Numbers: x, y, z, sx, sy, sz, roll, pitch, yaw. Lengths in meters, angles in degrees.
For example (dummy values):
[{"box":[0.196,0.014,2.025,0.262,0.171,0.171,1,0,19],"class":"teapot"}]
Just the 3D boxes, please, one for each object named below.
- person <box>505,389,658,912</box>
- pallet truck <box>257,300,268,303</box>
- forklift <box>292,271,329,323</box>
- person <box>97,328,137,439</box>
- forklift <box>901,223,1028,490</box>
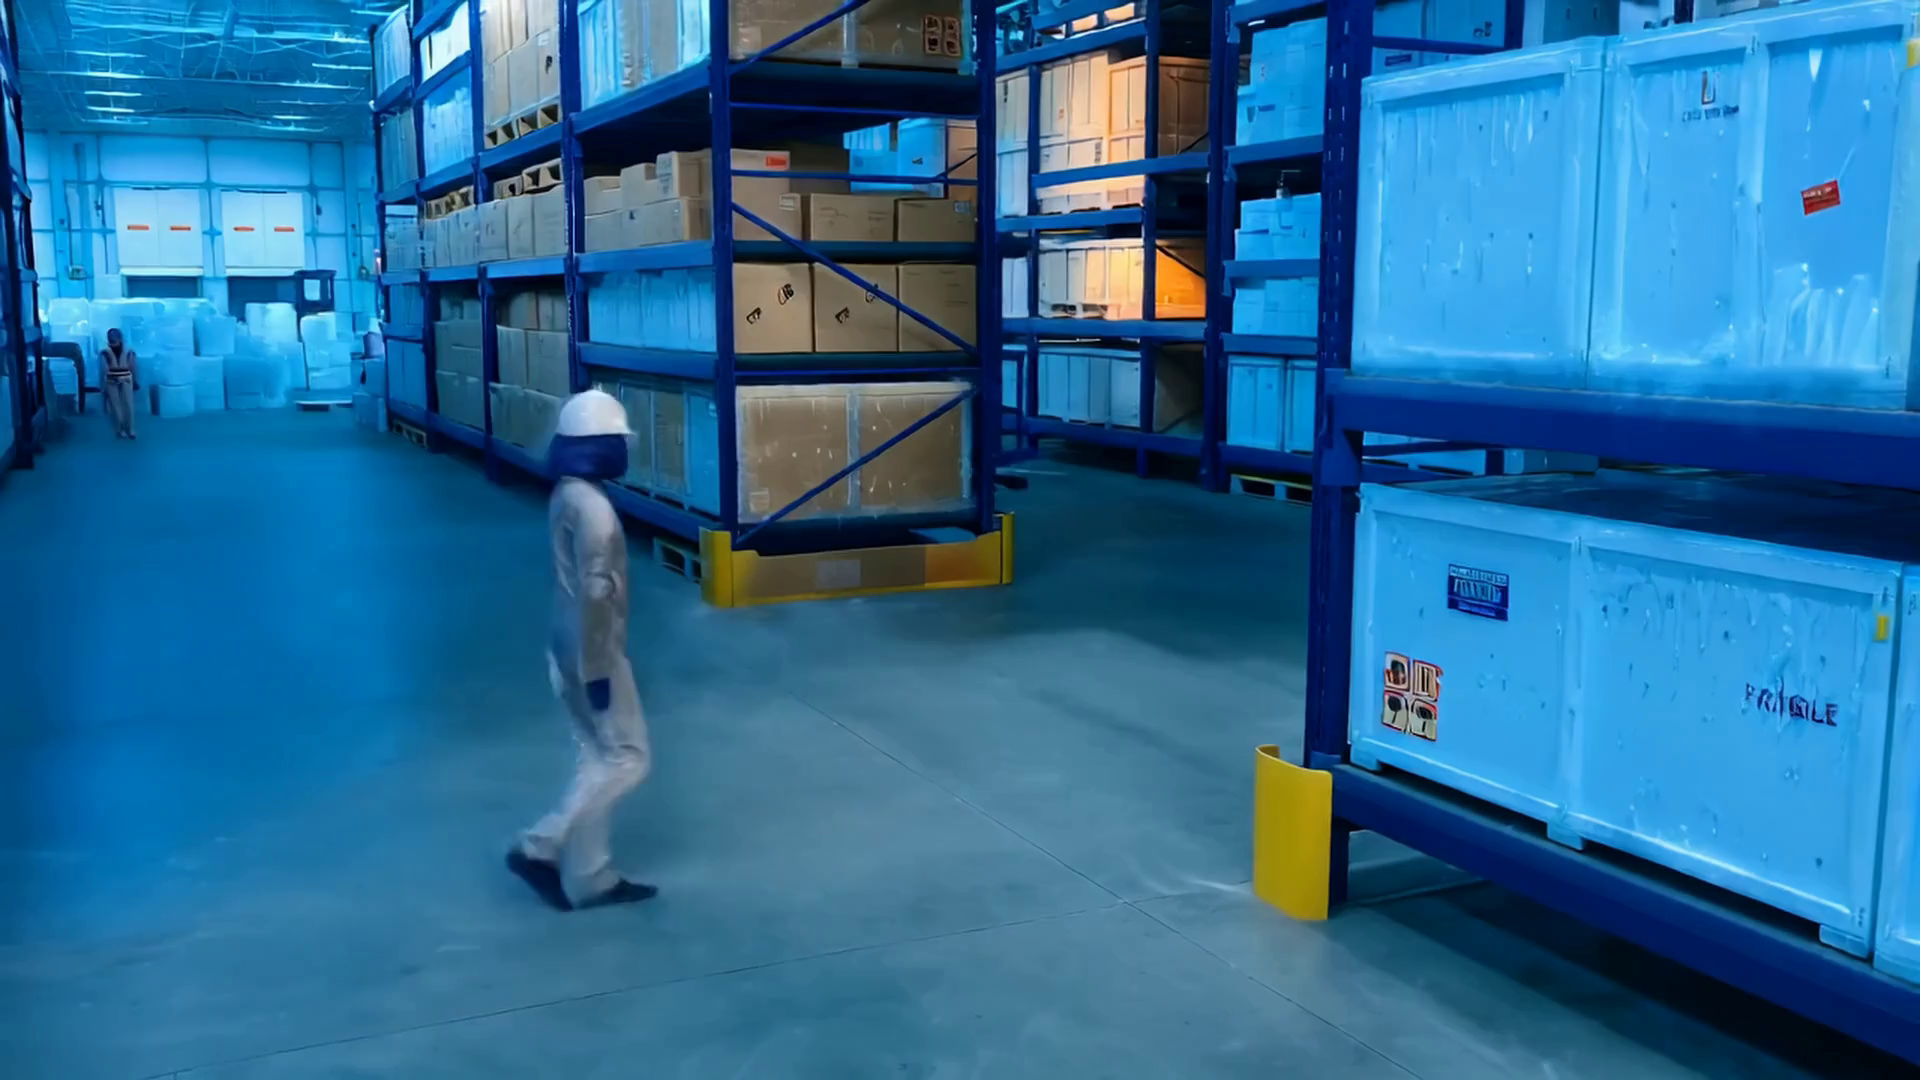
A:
[{"box":[-1.218,0.378,5.403,0.424,1.727,0.510,-3,9,-21],"class":"person"},{"box":[-23.913,-7.404,58.171,1.885,1.965,0.823,-1,8,-9],"class":"pallet truck"},{"box":[-18.631,-6.347,47.856,1.873,2.768,1.129,8,12,44],"class":"forklift"},{"box":[-12.078,-2.234,23.863,0.536,1.593,0.835,-5,10,-33],"class":"person"},{"box":[-0.203,-1.975,17.707,1.129,2.768,1.873,-4,9,-26],"class":"forklift"}]
